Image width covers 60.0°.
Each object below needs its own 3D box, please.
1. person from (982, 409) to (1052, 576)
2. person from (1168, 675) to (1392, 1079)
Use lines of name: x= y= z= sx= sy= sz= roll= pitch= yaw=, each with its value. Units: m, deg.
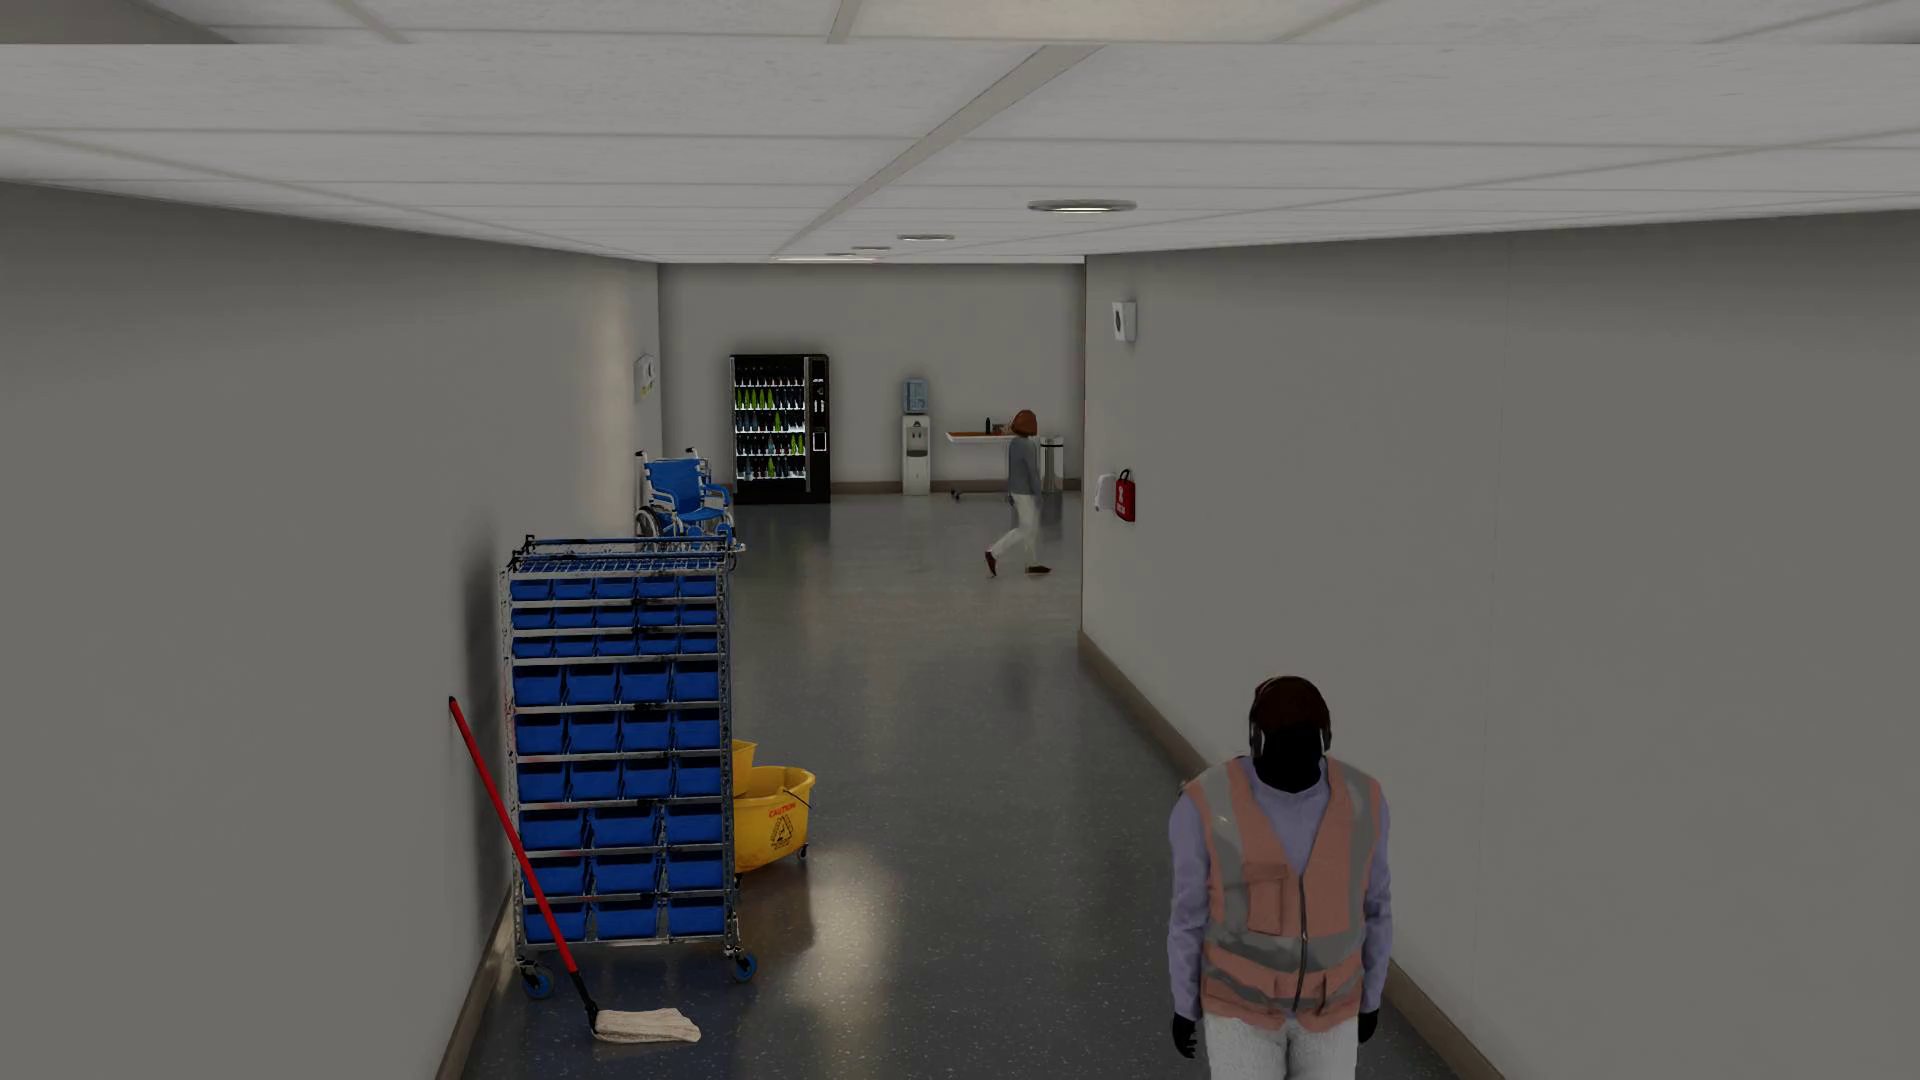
person: x=0.552 y=-0.442 z=15.818 sx=0.703 sy=1.607 sz=0.503 roll=-3 pitch=10 yaw=-17
person: x=0.879 y=1.243 z=4.667 sx=0.630 sy=1.824 sz=0.689 roll=-1 pitch=9 yaw=-4
